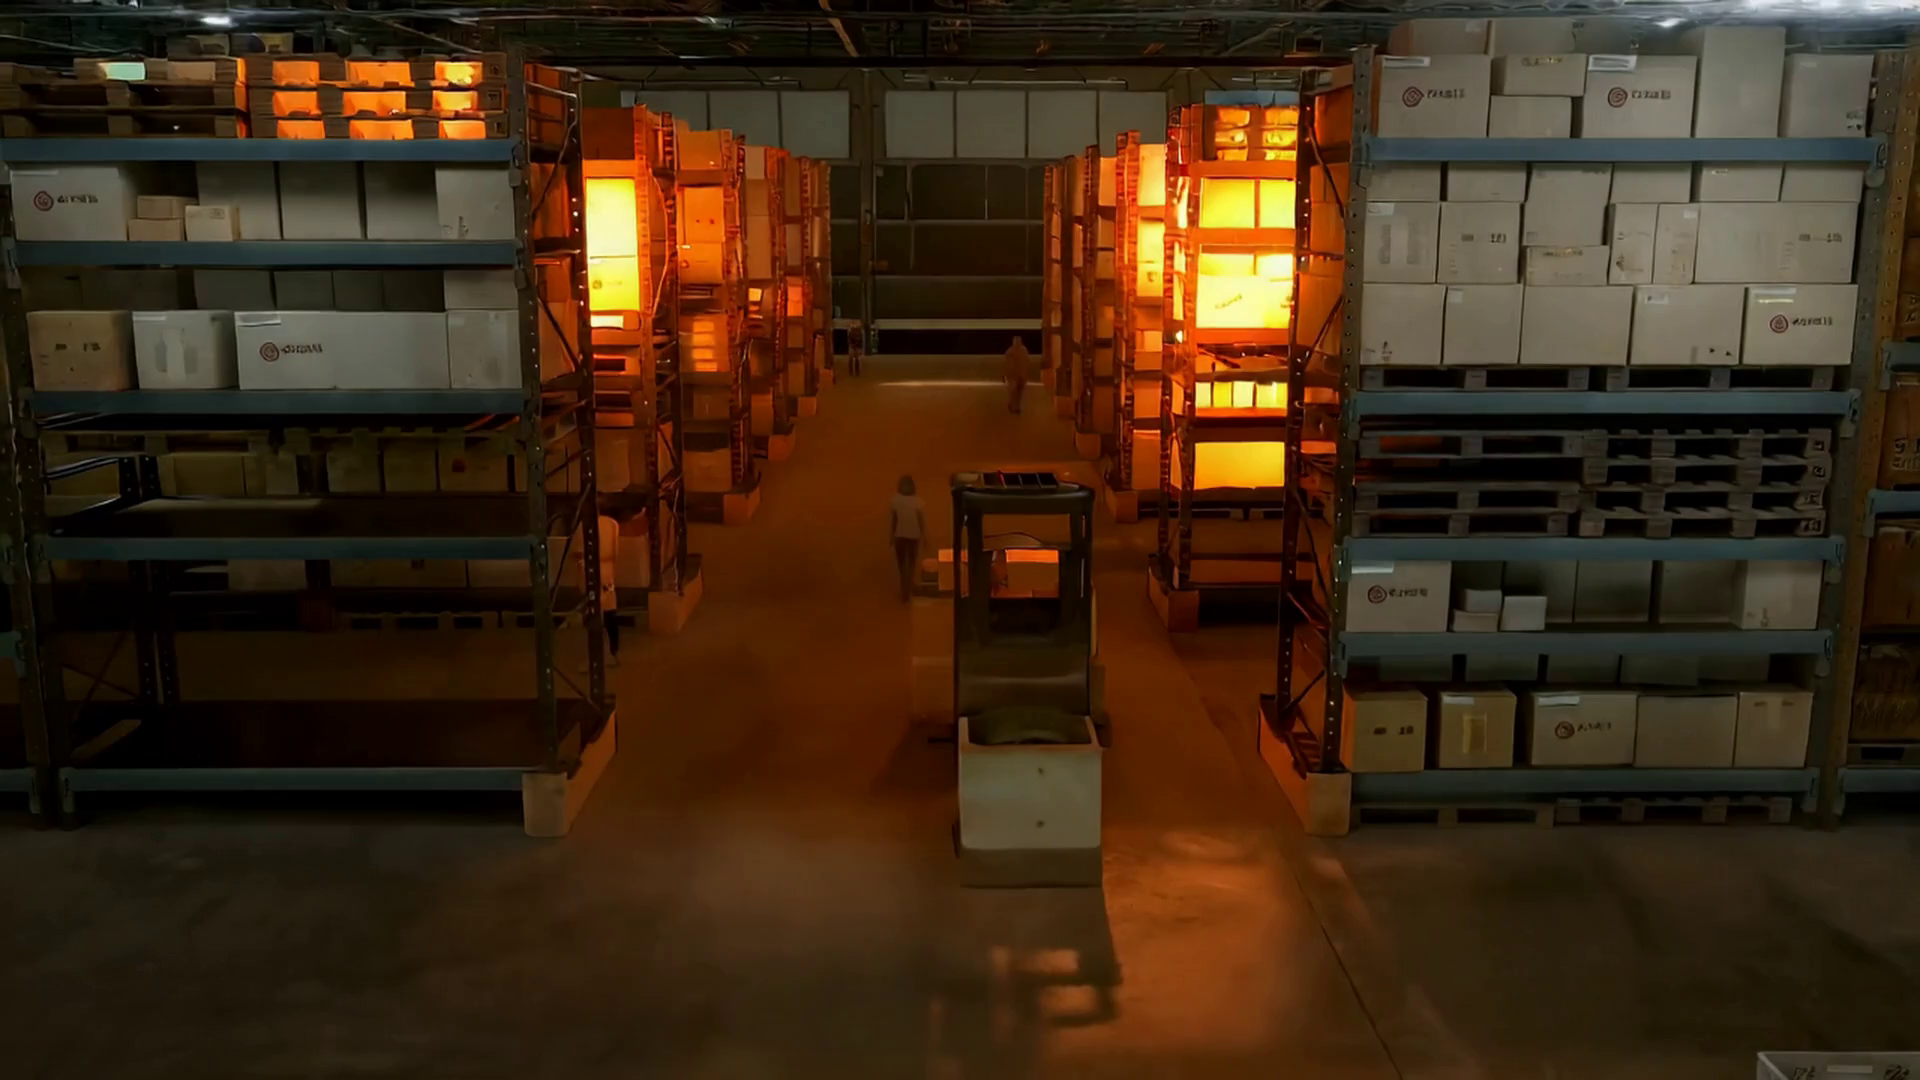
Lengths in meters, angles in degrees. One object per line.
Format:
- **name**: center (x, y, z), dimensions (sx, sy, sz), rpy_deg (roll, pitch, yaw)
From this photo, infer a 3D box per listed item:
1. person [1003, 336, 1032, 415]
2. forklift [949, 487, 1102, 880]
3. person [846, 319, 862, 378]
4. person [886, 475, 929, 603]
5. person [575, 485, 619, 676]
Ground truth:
- **person**: center (1.379, -3.923, 39.630), dimensions (0.665, 1.889, 0.550), rpy_deg (-4, 12, -20)
- **forklift**: center (0.495, 0.986, 12.813), dimensions (1.129, 2.768, 1.873), rpy_deg (0, 11, -2)
- **person**: center (-3.073, -5.530, 48.053), dimensions (0.531, 1.698, 0.320), rpy_deg (10, 15, 39)
- **person**: center (-0.657, -0.033, 21.080), dimensions (0.527, 1.583, 0.865), rpy_deg (2, 12, 10)
- **person**: center (-3.871, 0.424, 17.669), dimensions (0.362, 2.046, 0.614), rpy_deg (6, 13, 26)
